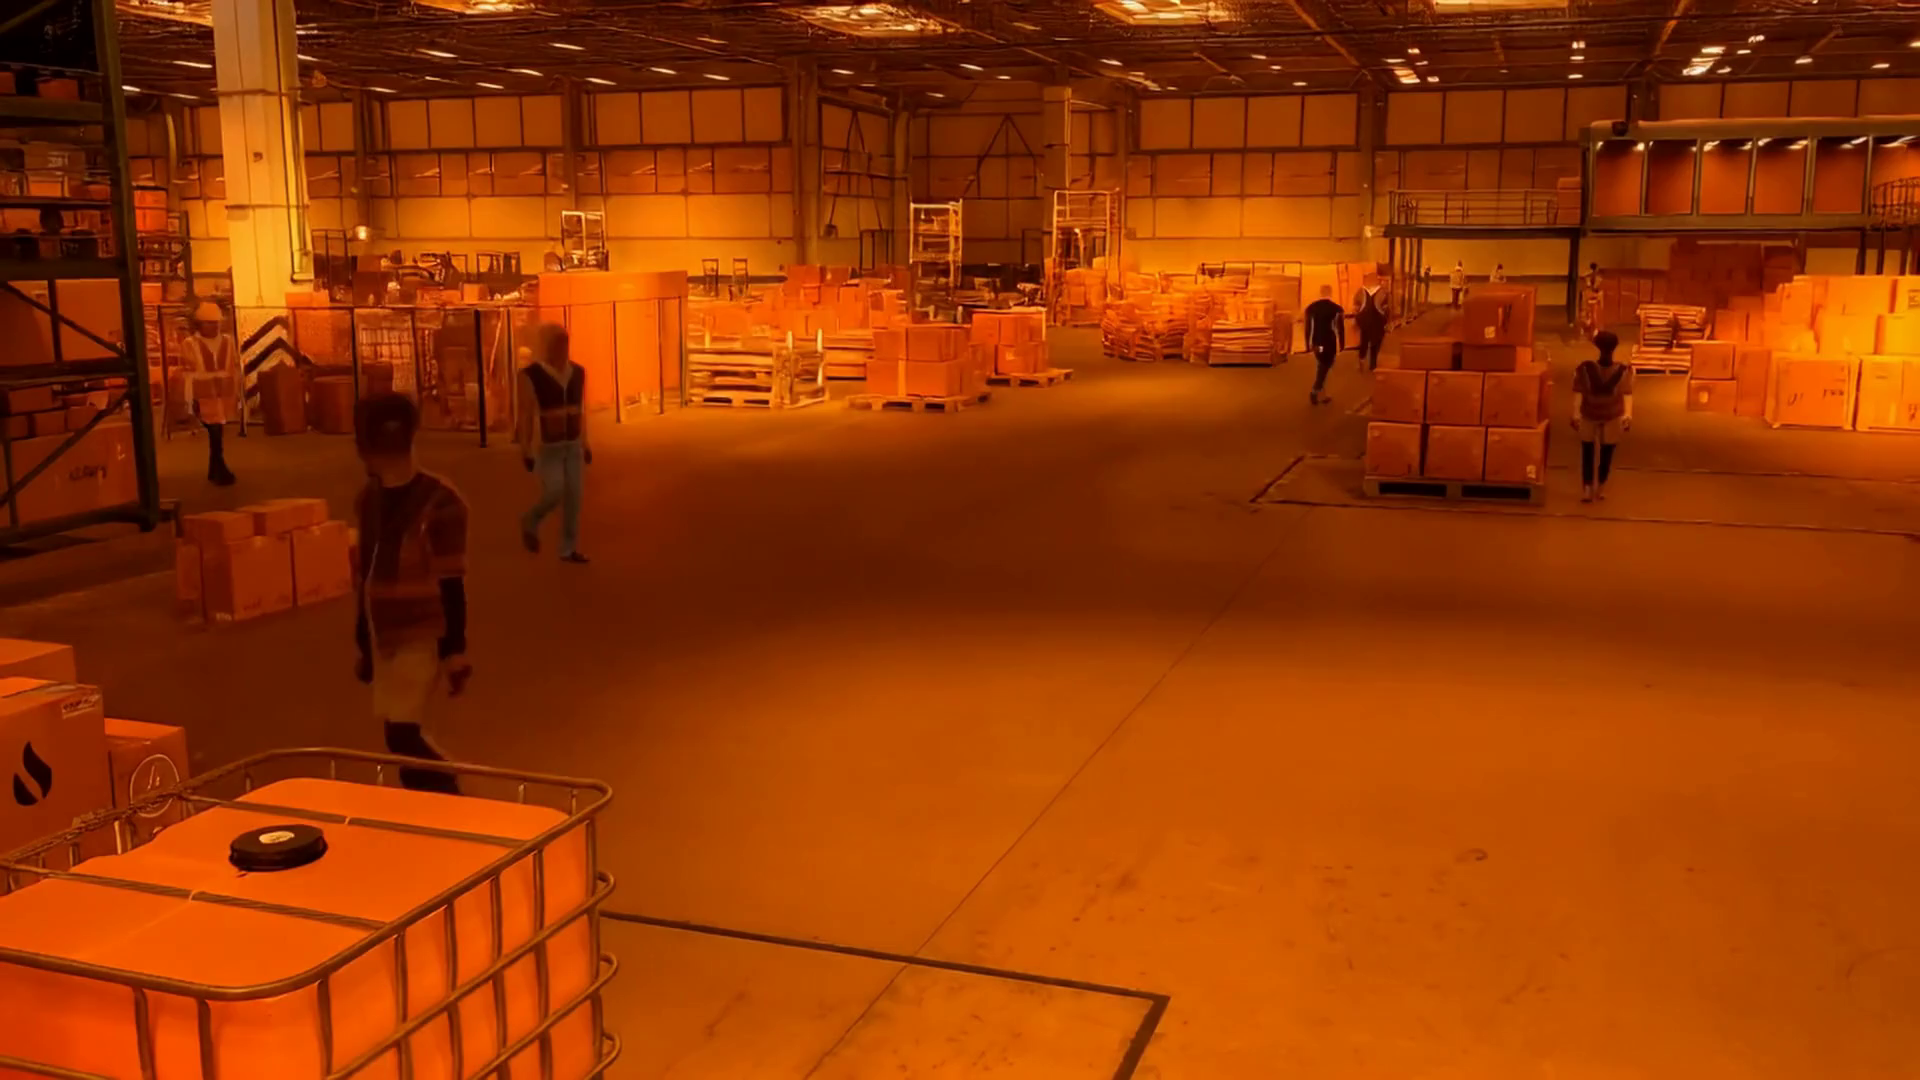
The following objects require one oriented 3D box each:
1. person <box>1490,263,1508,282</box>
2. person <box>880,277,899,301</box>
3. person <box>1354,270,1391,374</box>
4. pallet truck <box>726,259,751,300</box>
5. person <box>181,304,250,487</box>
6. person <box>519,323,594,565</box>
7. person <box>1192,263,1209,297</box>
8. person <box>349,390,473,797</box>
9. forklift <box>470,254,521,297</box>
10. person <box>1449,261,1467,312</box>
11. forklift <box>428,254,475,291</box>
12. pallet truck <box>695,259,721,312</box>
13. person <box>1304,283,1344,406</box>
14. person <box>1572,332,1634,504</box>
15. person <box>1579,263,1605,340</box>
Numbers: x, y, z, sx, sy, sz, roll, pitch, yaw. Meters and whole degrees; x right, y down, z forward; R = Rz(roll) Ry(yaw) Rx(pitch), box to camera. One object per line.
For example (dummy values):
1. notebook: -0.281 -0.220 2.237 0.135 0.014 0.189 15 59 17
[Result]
1. person: 17.382 -7.949 53.578 0.546 1.914 0.722 1 10 4
2. person: -1.696 -5.485 40.219 0.520 1.720 0.922 -4 11 -24
3. person: 8.064 -4.264 32.450 0.690 2.000 0.537 6 12 29
4. pallet truck: -7.986 -9.493 62.019 0.823 1.965 1.885 3 11 17
5. person: -7.714 -1.498 17.277 0.562 1.885 0.973 -10 14 -43
6. person: -3.193 -0.752 13.073 0.541 1.903 0.594 8 13 38
7. person: 8.241 -8.545 57.007 0.574 1.883 0.355 4 11 19
8. person: -2.180 0.385 6.521 0.628 1.945 0.425 8 13 39
9. forklift: -17.990 -10.121 64.684 1.157 1.987 2.680 3 11 17
10. person: 18.693 -9.493 62.301 0.610 1.885 0.902 -1 10 -6
11. forklift: -20.133 -10.254 65.465 1.157 1.987 2.680 3 11 19
12. pallet truck: -9.165 -9.627 62.776 0.823 1.965 1.885 4 11 23
13. person: 5.616 -3.024 25.828 0.640 1.920 0.833 8 13 37
14. person: 6.188 -1.163 16.028 0.556 1.654 0.843 3 11 18
15. person: 16.590 -6.261 43.710 0.605 2.036 0.388 4 11 19
